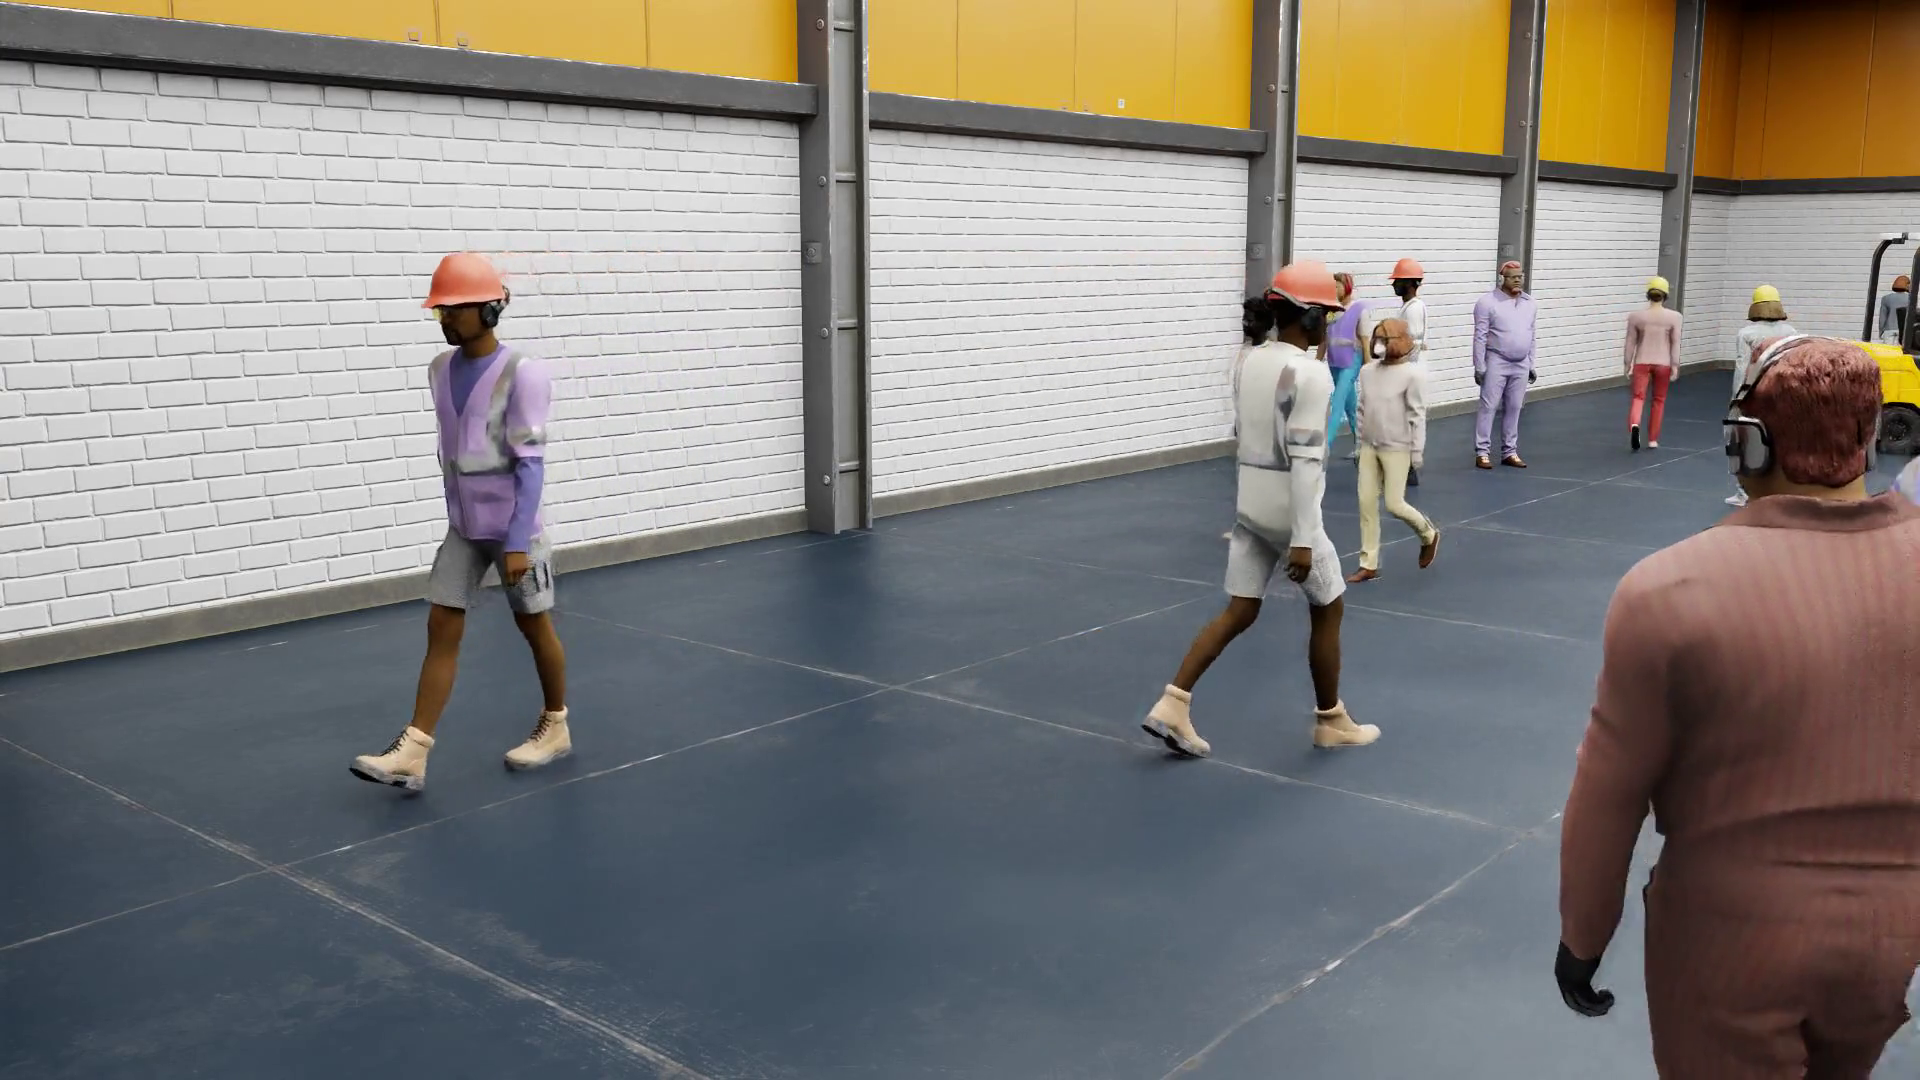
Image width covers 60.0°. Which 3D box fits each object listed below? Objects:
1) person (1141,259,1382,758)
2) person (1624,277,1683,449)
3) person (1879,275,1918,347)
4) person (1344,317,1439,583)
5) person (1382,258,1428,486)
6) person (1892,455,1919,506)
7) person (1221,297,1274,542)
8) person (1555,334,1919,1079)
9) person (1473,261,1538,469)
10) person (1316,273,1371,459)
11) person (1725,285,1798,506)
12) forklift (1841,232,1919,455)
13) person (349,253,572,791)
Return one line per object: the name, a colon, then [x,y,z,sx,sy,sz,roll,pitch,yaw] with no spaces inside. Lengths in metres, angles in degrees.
person: [1.203,-0.107,6.573,1.014,1.998,0.610,-4,11,-22]
person: [6.917,-1.755,16.647,0.528,1.746,0.713,5,11,27]
person: [13.617,-3.020,24.157,0.273,1.631,0.507,-9,14,-43]
person: [2.645,-0.546,10.132,0.605,1.616,0.503,-6,12,-33]
person: [3.801,-1.426,14.211,0.363,1.939,0.542,2,10,14]
person: [2.439,0.375,4.091,0.971,1.904,0.537,-1,10,-5]
person: [2.015,-0.788,11.270,0.322,1.697,0.534,-3,10,-17]
person: [1.311,0.617,2.704,0.685,1.888,0.439,0,10,-1]
person: [5.039,-1.605,15.328,0.651,1.906,0.403,-3,10,-15]
person: [3.584,-1.624,15.756,0.979,1.788,0.595,-5,11,-25]
person: [6.295,-1.126,13.087,0.484,1.736,0.308,-1,10,-3]
forklift: [9.955,-1.972,16.595,2.313,2.155,1.214,1,10,8]
person: [-1.833,-0.047,6.182,0.639,1.995,1.002,6,12,31]
